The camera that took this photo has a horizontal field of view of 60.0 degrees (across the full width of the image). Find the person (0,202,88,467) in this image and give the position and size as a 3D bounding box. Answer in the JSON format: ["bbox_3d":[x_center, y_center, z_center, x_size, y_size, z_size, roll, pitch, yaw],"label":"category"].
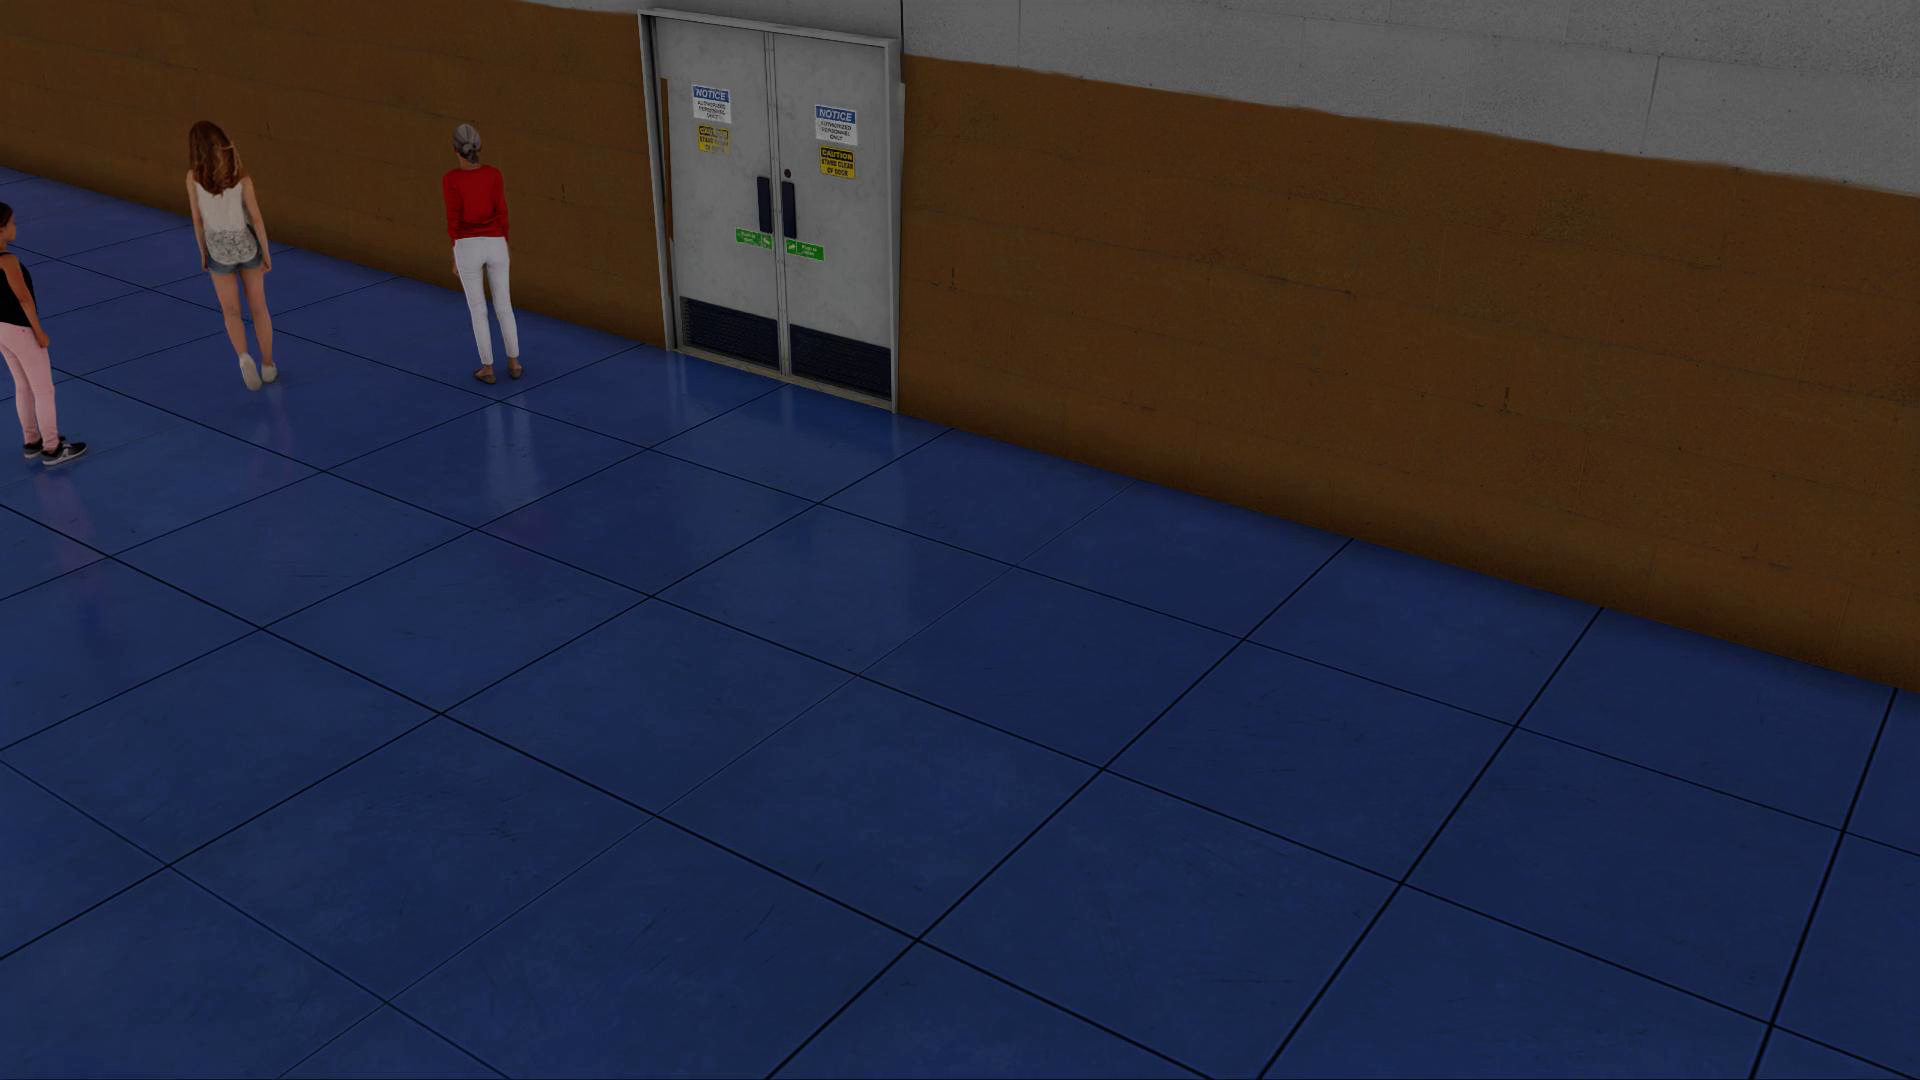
[{"bbox_3d":[-5.453,-1.190,9.628,0.534,1.560,0.529,15,30,27],"label":"person"}]

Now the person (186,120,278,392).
[{"bbox_3d":[-4.606,-1.745,10.530,0.984,1.735,0.954,-9,28,-17],"label":"person"}]

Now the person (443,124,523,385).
[{"bbox_3d":[-3.100,-1.849,10.780,0.596,1.694,0.697,-15,31,-27],"label":"person"}]
